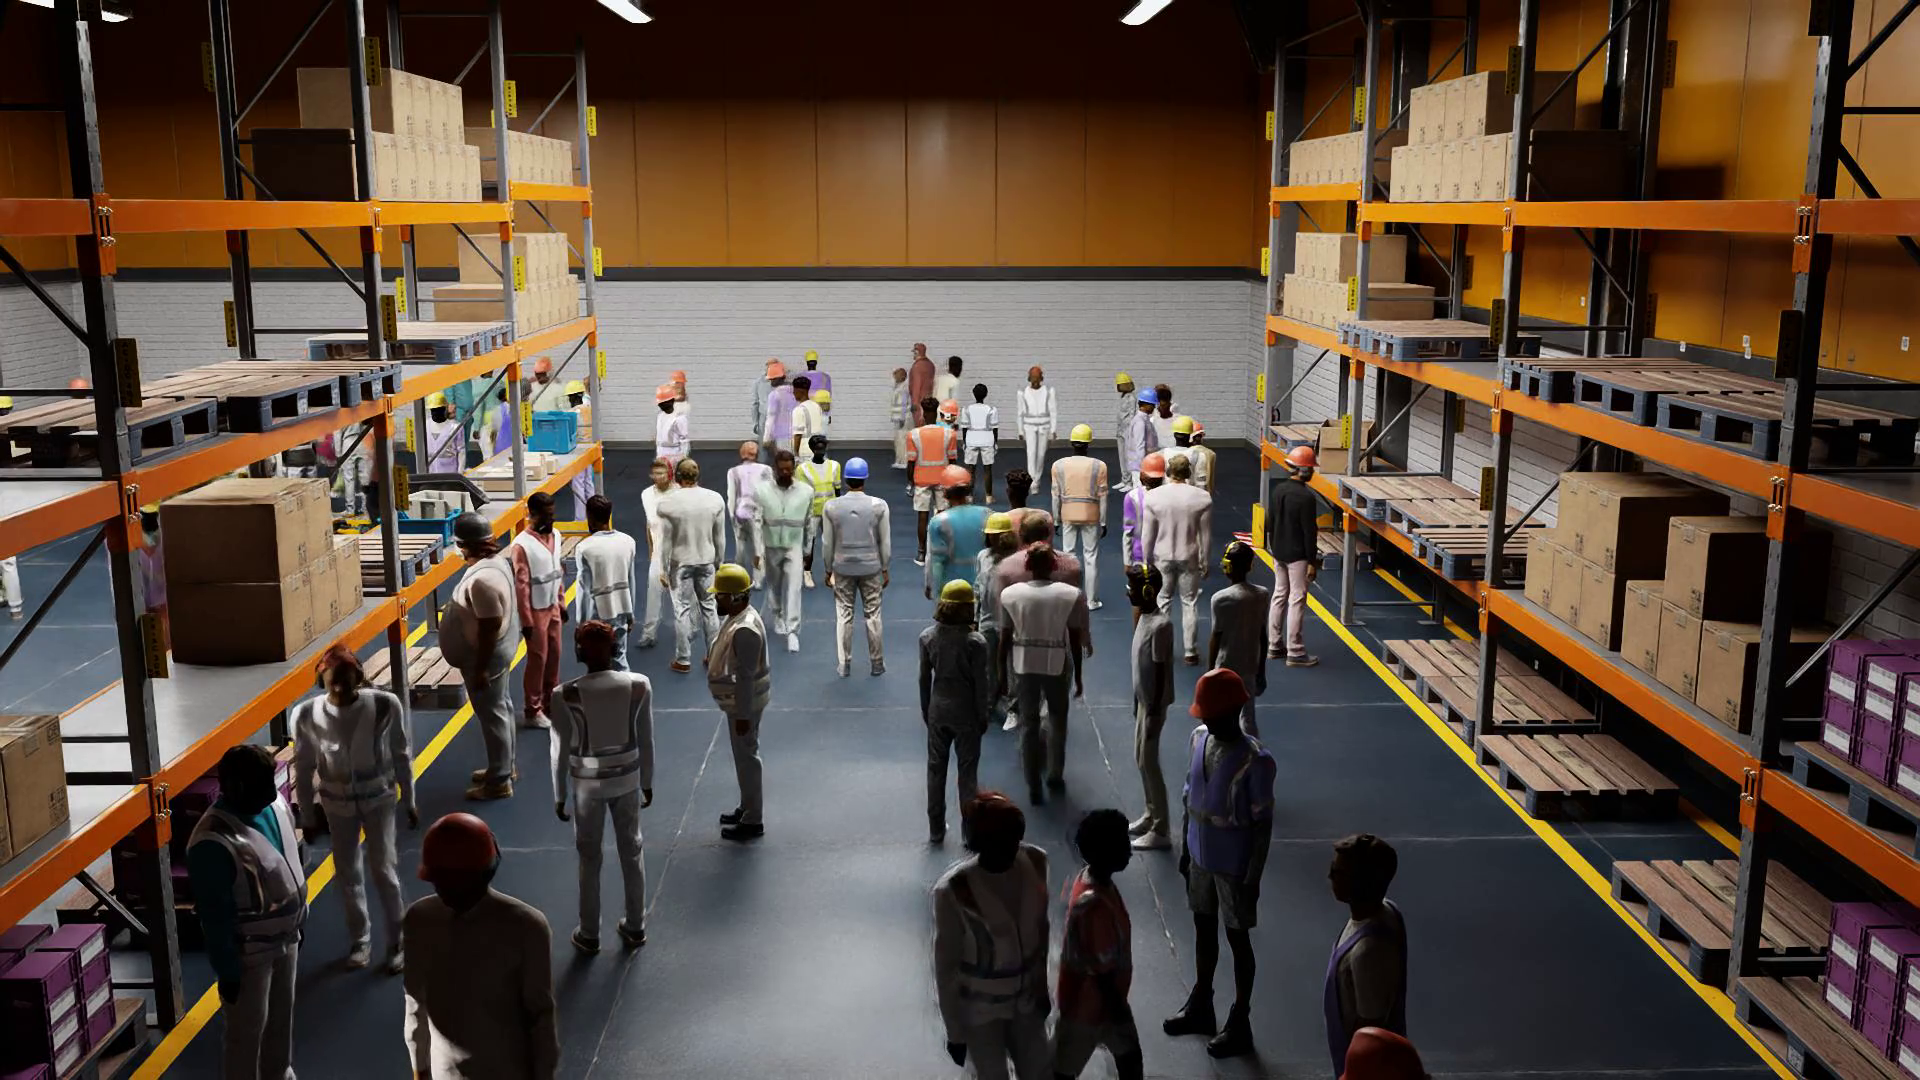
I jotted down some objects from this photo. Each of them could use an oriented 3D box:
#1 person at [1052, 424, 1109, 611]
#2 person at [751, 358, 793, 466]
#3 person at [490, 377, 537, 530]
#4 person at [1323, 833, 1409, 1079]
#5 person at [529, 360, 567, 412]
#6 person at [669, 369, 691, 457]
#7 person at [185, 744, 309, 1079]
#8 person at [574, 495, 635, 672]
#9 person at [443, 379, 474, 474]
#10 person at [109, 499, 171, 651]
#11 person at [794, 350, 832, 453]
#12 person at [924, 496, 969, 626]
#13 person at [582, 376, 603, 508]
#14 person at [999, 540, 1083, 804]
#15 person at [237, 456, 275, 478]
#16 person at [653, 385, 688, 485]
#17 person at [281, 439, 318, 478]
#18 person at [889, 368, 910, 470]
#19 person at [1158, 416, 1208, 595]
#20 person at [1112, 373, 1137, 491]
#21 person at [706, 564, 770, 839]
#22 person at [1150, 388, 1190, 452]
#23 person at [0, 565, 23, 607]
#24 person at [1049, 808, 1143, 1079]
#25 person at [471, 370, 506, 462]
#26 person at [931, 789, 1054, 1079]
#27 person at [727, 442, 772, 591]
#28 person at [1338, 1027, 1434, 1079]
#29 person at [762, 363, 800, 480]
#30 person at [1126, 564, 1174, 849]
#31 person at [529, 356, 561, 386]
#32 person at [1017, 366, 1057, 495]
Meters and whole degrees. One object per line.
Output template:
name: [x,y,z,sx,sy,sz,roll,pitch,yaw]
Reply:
person: [1.228,-0.224,17.039,0.586,1.928,0.364,2,12,12]
person: [-2.788,-1.766,24.855,0.648,1.902,0.400,-2,11,-11]
person: [-5.559,-1.070,20.999,0.737,2.000,0.549,5,12,24]
person: [1.486,1.975,6.218,0.344,1.847,0.504,4,12,19]
person: [-6.028,-1.624,24.013,0.618,1.941,1.015,4,12,18]
person: [-4.247,-1.690,24.866,0.512,1.734,0.583,6,13,28]
person: [-3.084,1.769,7.303,0.430,1.832,0.631,1,11,6]
person: [-2.756,0.594,12.997,0.398,1.909,0.600,7,13,31]
person: [-7.671,-1.922,25.613,0.401,1.904,0.650,2,12,12]
person: [-6.546,0.509,13.502,0.593,1.876,0.967,-6,13,-28]
person: [-2.303,-2.001,25.980,0.589,1.919,0.395,-2,12,-12]
person: [-0.014,0.362,14.621,0.585,1.728,0.712,-5,12,-24]
person: [-5.061,-1.356,22.961,0.389,1.836,0.506,0,11,-2]
person: [0.559,0.901,11.644,0.591,1.822,0.617,1,11,5]
person: [-7.665,-0.408,18.210,0.516,1.821,0.932,4,12,18]
person: [-3.645,-0.982,20.842,0.543,1.928,0.373,10,15,42]
person: [-8.489,-0.975,21.411,0.323,1.688,0.536,7,13,31]
person: [-0.949,-1.918,26.330,0.321,1.616,0.603,-4,12,-20]
person: [2.342,-0.351,17.674,0.585,1.928,0.378,5,12,23]
person: [2.407,-1.581,24.341,0.319,1.732,0.493,-4,12,-20]
person: [-1.456,1.048,10.937,0.404,1.824,0.586,-3,12,-15]
person: [2.581,-0.929,20.558,0.641,1.934,0.543,5,12,22]
person: [-9.980,-0.147,16.964,0.592,1.809,0.748,5,12,24]
person: [0.557,1.919,6.979,0.877,1.655,0.534,2,11,10]
person: [-6.840,-1.658,24.202,0.372,1.940,0.631,7,13,30]
person: [0.134,1.869,6.708,0.604,1.869,0.453,-9,14,-38]
person: [-2.292,-0.289,18.225,0.499,1.591,0.856,-2,11,-8]
person: [1.257,2.278,4.958,0.345,1.741,0.562,9,14,37]
person: [-2.489,-1.493,23.292,1.083,1.975,0.634,7,13,31]
person: [1.219,1.066,10.768,0.327,1.853,0.526,-1,11,-5]
person: [-6.656,-2.075,26.771,0.533,1.753,0.342,-1,11,-4]
person: [1.117,-1.630,24.318,0.571,1.852,0.949,0,11,-1]
